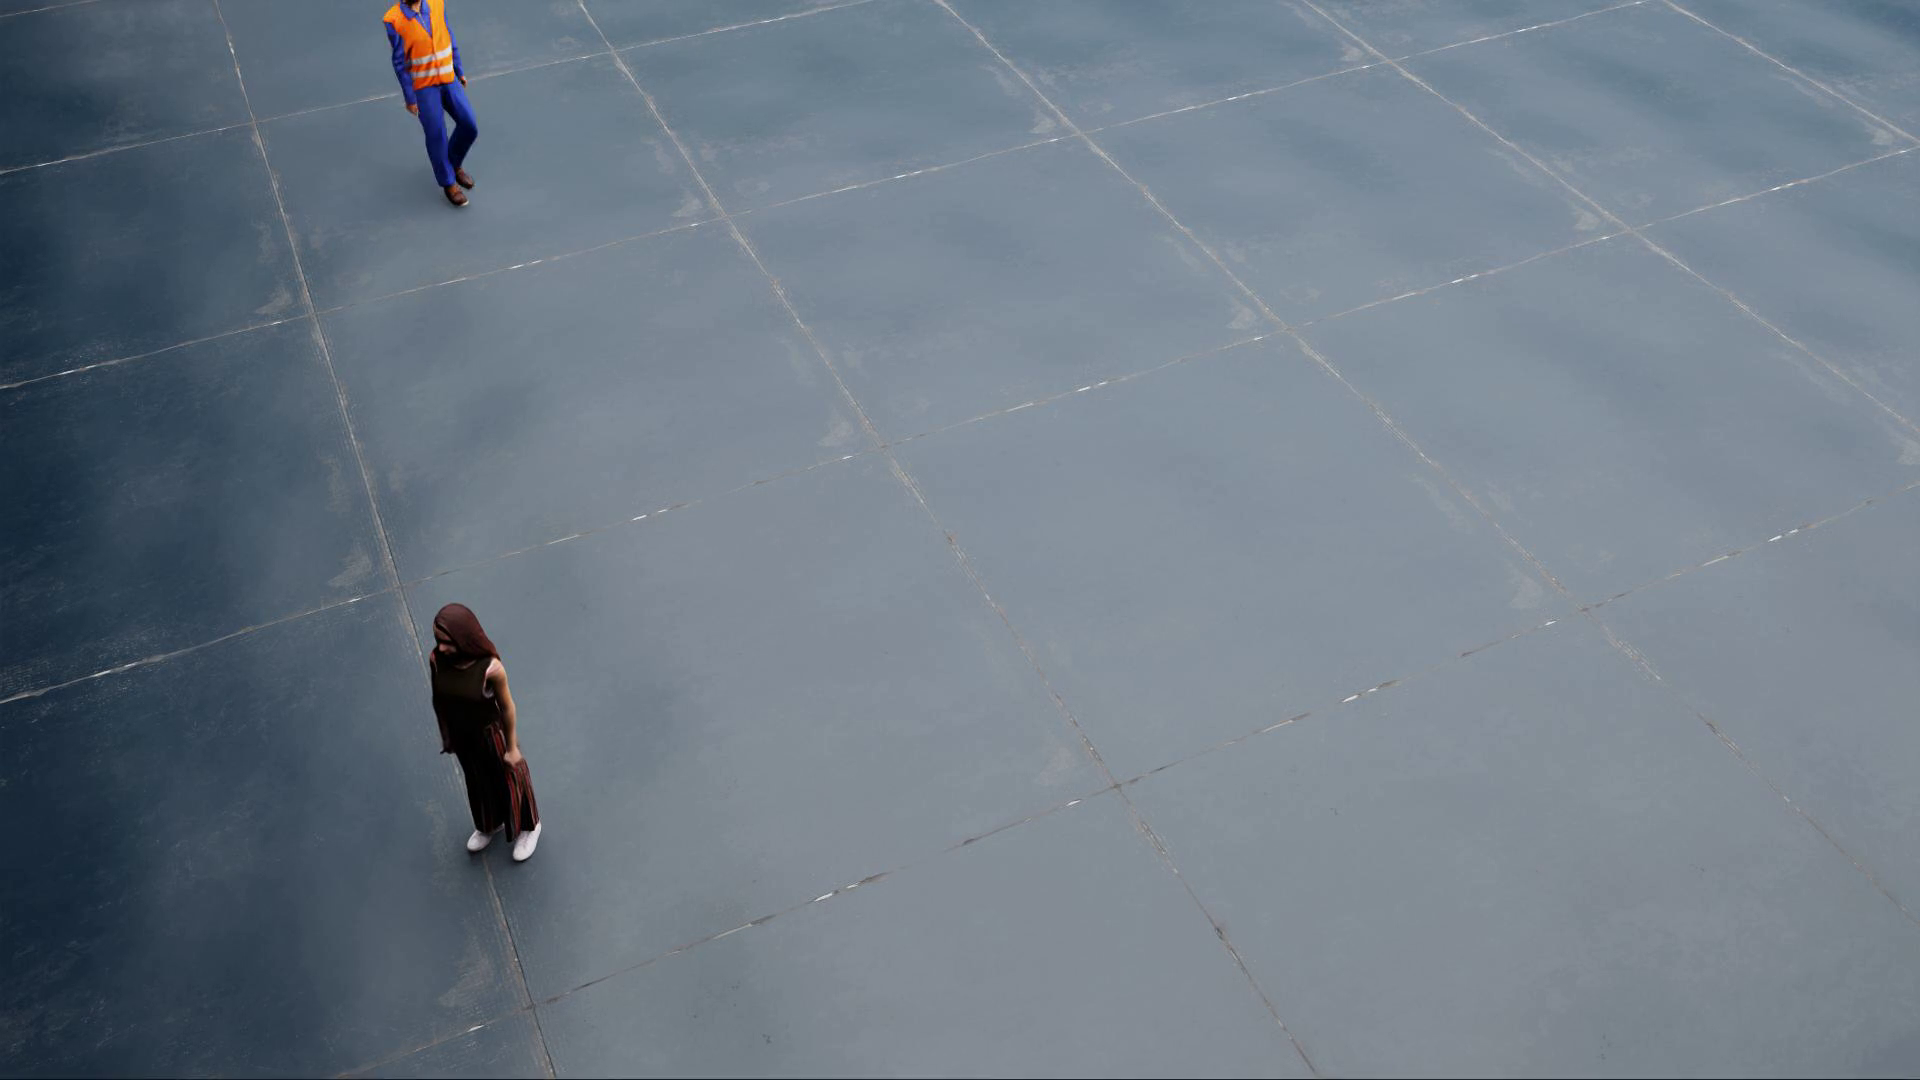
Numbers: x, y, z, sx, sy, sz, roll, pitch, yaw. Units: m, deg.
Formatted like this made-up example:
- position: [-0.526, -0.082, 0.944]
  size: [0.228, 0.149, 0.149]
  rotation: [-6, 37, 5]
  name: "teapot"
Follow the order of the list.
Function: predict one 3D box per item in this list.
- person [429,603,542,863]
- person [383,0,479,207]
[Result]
- position: [-2.194, 0.871, 7.635]
  size: [0.638, 1.563, 0.689]
  rotation: [11, 43, 12]
  name: "person"
- position: [-3.855, -3.306, 12.021]
  size: [0.830, 1.849, 0.820]
  rotation: [31, 51, 30]
  name: "person"
